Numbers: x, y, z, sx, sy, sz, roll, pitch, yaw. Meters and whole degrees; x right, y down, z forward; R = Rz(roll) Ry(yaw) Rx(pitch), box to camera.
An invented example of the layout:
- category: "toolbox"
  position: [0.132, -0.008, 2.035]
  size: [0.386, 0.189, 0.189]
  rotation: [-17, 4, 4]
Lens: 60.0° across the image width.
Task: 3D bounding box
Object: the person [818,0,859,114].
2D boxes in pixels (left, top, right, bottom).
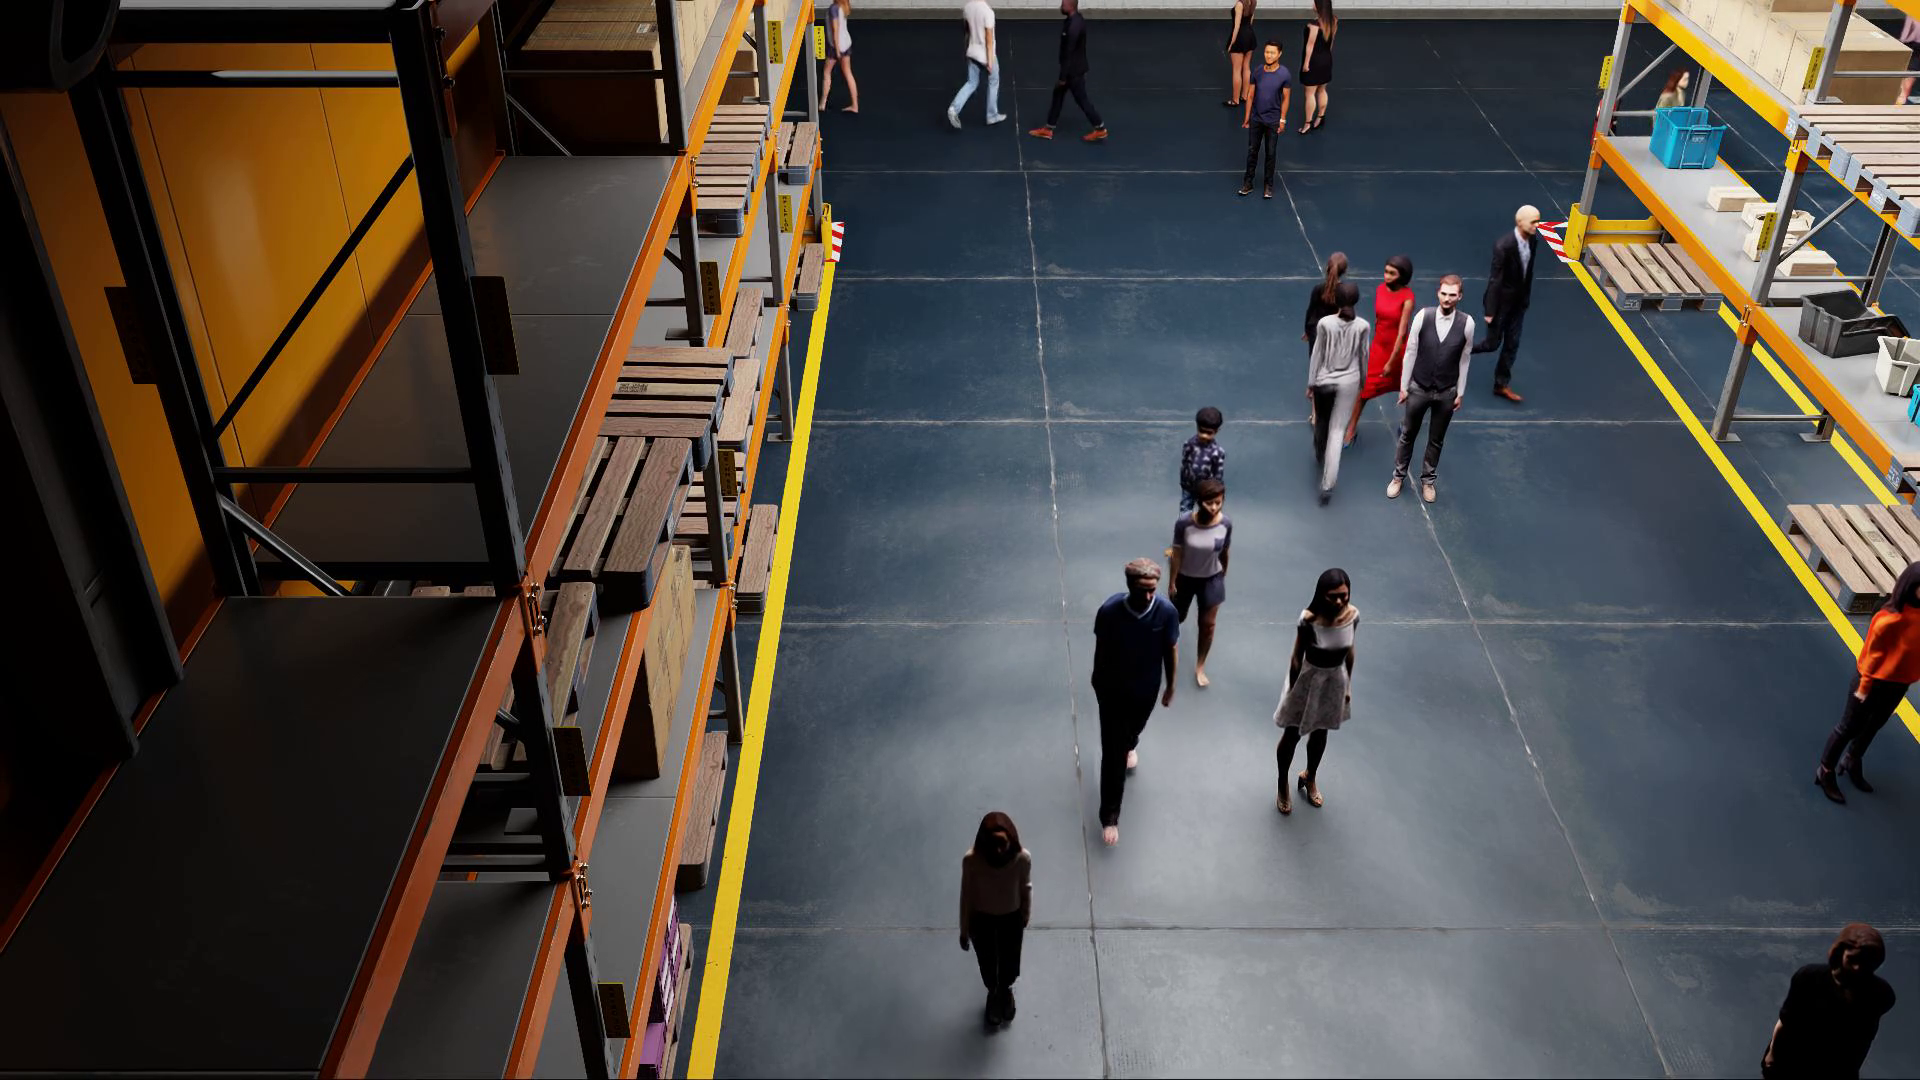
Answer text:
- category: "person"
  position: [-1.446, -6.201, 20.925]
  size: [0.877, 1.704, 0.917]
  rotation: [14, 36, 20]

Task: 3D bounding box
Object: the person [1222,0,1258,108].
- category: "person"
  position: [3.593, -6.385, 21.228]
  size: [0.739, 1.675, 0.673]
  rotation: [26, 42, 34]

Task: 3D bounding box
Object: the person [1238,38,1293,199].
- category: "person"
  position: [3.430, -4.737, 18.642]
  size: [0.709, 1.793, 0.661]
  rotation: [12, 36, 18]

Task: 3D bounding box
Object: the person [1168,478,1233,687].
- category: "person"
  position: [1.612, 0.221, 11.405]
  size: [0.551, 1.547, 0.848]
  rotation: [-1, 34, -1]

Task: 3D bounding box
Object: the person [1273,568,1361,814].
- category: "person"
  position: [2.179, 0.919, 10.150]
  size: [0.701, 1.774, 0.701]
  rotation: [-7, 34, -10]

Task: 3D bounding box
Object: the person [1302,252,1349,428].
- category: "person"
  position: [3.153, -1.710, 14.336]
  size: [0.689, 1.517, 1.096]
  rotation: [6, 34, 9]

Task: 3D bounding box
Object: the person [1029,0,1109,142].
- category: "person"
  position: [1.454, -5.622, 19.993]
  size: [0.759, 1.770, 1.113]
  rotation: [1, 34, 1]

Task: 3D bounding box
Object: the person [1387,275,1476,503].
- category: "person"
  position: [3.763, -1.222, 13.223]
  size: [0.717, 1.938, 0.648]
  rotation: [8, 35, 12]

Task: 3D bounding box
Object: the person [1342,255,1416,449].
- category: "person"
  position: [3.685, -1.577, 13.980]
  size: [1.113, 1.692, 1.093]
  rotation: [-26, 42, -34]

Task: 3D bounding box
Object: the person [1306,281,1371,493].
- category: "person"
  position: [3.024, -1.192, 13.359]
  size: [0.786, 1.737, 1.151]
  rotation: [8, 34, 11]

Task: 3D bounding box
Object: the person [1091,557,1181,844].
- category: "person"
  position: [1.050, 0.840, 10.236]
  size: [0.665, 1.809, 1.195]
  rotation: [0, 34, 0]

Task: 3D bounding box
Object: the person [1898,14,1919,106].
- category: "person"
  position: [11.650, -5.927, 20.428]
  size: [0.800, 1.797, 1.006]
  rotation: [10, 35, 14]

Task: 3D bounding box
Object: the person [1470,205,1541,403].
- category: "person"
  position: [4.783, -2.124, 14.717]
  size: [0.984, 1.786, 1.125]
  rotation: [-18, 38, -25]

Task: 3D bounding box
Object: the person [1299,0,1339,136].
- category: "person"
  position: [4.389, -5.827, 20.353]
  size: [0.749, 1.713, 0.803]
  rotation: [-27, 42, -34]

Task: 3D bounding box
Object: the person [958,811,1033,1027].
- category: "person"
  position: [0.179, 1.958, 8.857]
  size: [0.535, 1.474, 0.492]
  rotation: [-1, 34, -1]

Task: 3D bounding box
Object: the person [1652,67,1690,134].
- category: "person"
  position: [7.887, -4.600, 18.727]
  size: [0.734, 1.470, 0.790]
  rotation: [-27, 42, -34]

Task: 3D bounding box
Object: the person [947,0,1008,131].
- category: "person"
  position: [0.180, -5.935, 20.412]
  size: [1.178, 1.828, 1.141]
  rotation: [-27, 42, -35]

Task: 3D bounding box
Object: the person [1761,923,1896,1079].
- category: "person"
  position: [4.047, 2.448, 7.910]
  size: [0.638, 1.706, 0.590]
  rotation: [9, 35, 14]

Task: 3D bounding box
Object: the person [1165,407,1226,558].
- category: "person"
  position: [1.867, -0.478, 12.738]
  size: [0.701, 1.234, 0.831]
  rotation: [17, 37, 24]

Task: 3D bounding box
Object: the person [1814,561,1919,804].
- category: "person"
  position: [5.675, 0.860, 10.262]
  size: [0.686, 1.748, 0.669]
  rotation: [-12, 35, -17]
